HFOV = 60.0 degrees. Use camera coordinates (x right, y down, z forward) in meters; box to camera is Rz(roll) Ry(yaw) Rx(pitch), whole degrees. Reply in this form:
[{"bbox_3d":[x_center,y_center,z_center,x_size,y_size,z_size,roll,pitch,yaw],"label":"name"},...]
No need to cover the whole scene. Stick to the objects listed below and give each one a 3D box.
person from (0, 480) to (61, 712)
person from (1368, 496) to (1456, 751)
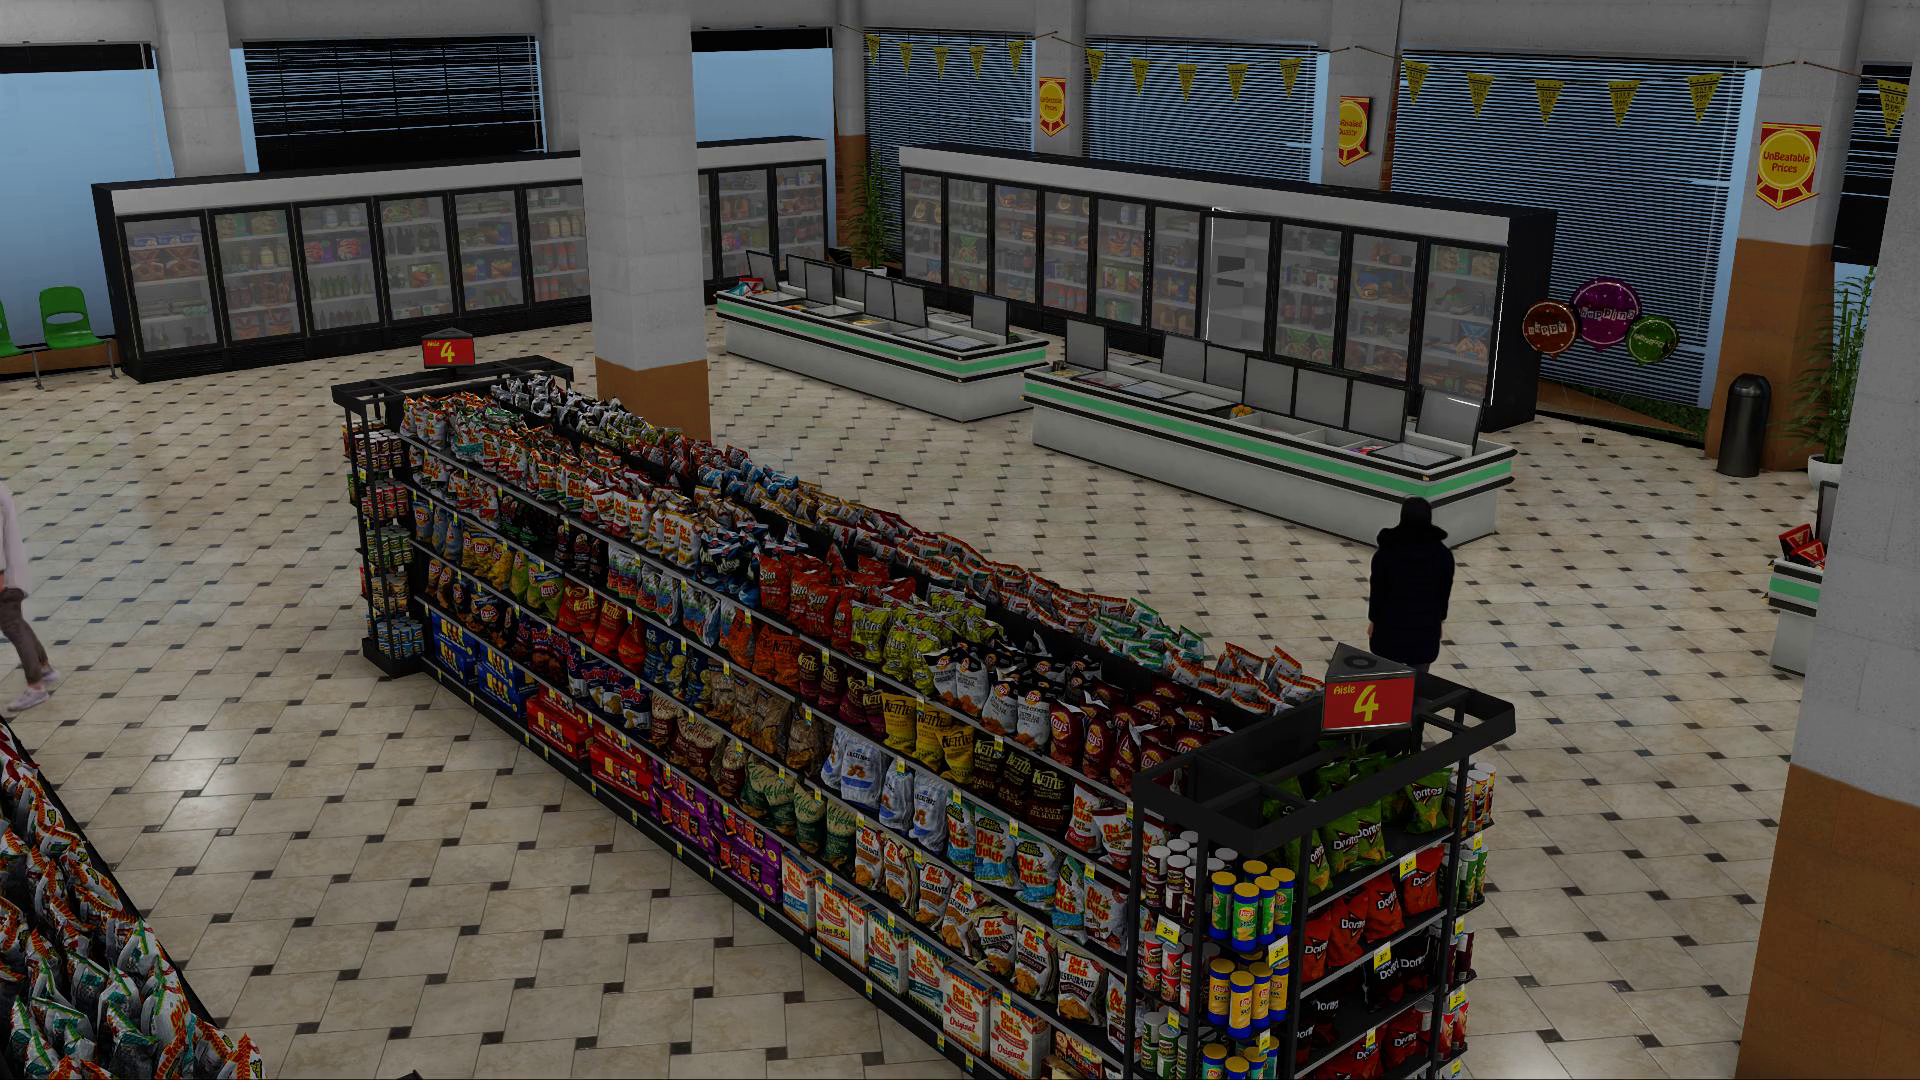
[{"bbox_3d":[-6.354,0.195,11.076,0.593,1.806,0.841,17,25,40],"label":"person"},{"bbox_3d":[2.776,0.520,10.317,0.796,1.674,0.851,1,19,3],"label":"person"}]
